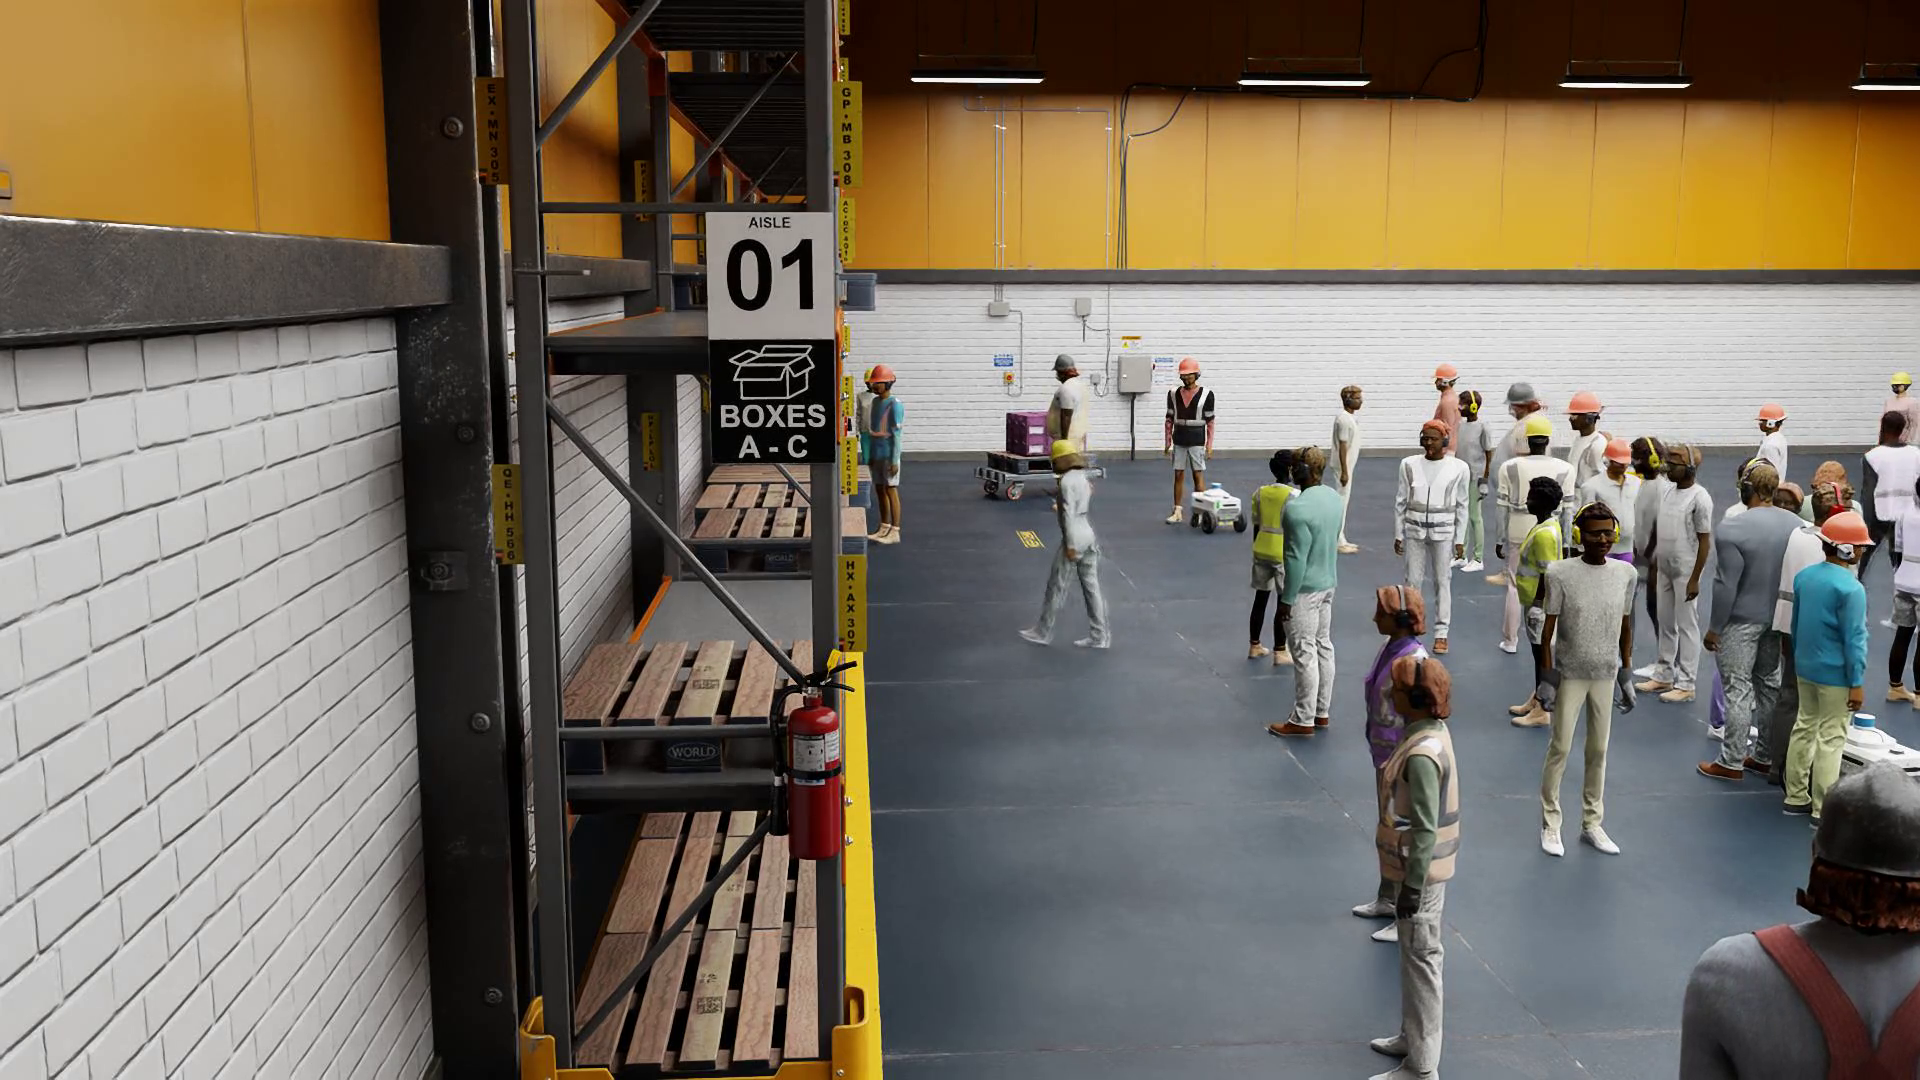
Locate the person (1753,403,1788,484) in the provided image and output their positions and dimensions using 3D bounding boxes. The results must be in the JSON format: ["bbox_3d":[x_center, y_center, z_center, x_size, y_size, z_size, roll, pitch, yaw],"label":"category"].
[{"bbox_3d":[8.121,-0.500,16.752,0.330,1.750,0.573,5,10,29],"label":"person"}]

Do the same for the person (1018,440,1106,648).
[{"bbox_3d":[0.866,0.030,13.604,0.736,1.697,0.544,5,10,29],"label":"person"}]

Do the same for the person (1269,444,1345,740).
[{"bbox_3d":[2.274,0.338,10.915,0.373,1.940,0.629,7,11,37],"label":"person"}]

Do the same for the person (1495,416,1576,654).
[{"bbox_3d":[4.584,-0.032,13.306,0.586,1.920,0.397,2,9,14],"label":"person"}]

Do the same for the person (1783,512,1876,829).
[{"bbox_3d":[4.794,0.712,9.141,0.330,1.750,0.572,-1,9,-5],"label":"person"}]

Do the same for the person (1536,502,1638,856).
[{"bbox_3d":[3.284,0.724,8.704,0.526,1.871,0.324,-1,9,-4],"label":"person"}]

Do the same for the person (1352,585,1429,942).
[{"bbox_3d":[2.003,1.013,7.612,0.310,1.638,0.523,0,9,-1],"label":"person"}]

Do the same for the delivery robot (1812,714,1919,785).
[{"bbox_3d":[5.084,1.226,9.378,0.477,0.478,0.707,-2,9,-11],"label":"delivery robot"}]

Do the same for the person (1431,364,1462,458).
[{"bbox_3d":[5.727,-1.082,19.648,0.382,1.996,0.608,4,10,22],"label":"person"}]

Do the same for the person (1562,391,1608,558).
[{"bbox_3d":[5.338,-0.255,14.312,0.385,2.041,0.615,0,9,2],"label":"person"}]

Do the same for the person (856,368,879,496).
[{"bbox_3d":[-1.211,-1.487,22.948,0.524,1.761,0.340,4,10,25],"label":"person"}]

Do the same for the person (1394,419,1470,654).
[{"bbox_3d":[3.782,-0.029,13.395,0.574,1.883,0.356,4,10,26],"label":"person"}]

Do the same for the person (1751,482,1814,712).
[{"bbox_3d":[5.582,0.417,11.352,0.514,1.640,0.310,7,12,39],"label":"person"}]

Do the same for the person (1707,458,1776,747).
[{"bbox_3d":[5.109,0.391,10.805,0.315,1.866,0.533,9,12,43],"label":"person"}]

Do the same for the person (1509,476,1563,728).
[{"bbox_3d":[3.898,0.414,11.197,0.318,1.697,0.535,3,9,17],"label":"person"}]

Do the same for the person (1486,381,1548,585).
[{"bbox_3d":[5.462,-0.561,16.240,0.584,2.000,0.705,2,9,13],"label":"person"}]

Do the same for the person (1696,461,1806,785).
[{"bbox_3d":[4.724,0.493,9.939,0.632,1.939,0.368,-3,10,-20],"label":"person"}]

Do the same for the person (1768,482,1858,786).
[{"bbox_3d":[4.969,0.578,9.703,0.373,1.840,0.572,-2,9,-11],"label":"person"}]

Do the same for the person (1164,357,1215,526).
[{"bbox_3d":[2.768,-1.188,20.170,0.615,2.041,0.376,4,10,25],"label":"person"}]

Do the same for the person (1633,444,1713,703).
[{"bbox_3d":[5.112,0.235,11.855,0.345,1.846,0.506,-2,9,-12],"label":"person"}]

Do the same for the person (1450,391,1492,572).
[{"bbox_3d":[5.222,-0.604,17.069,0.310,1.863,0.532,-4,10,-23],"label":"person"}]

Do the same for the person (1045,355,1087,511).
[{"bbox_3d":[1.373,-1.408,21.558,0.535,2.000,0.690,3,10,20],"label":"person"}]

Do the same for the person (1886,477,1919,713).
[{"bbox_3d":[6.723,0.350,11.598,0.319,1.697,0.532,-1,9,-7],"label":"person"}]

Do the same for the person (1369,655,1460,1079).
[{"bbox_3d":[1.702,1.235,6.217,0.307,1.639,0.525,3,9,16],"label":"person"}]

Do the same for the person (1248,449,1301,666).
[{"bbox_3d":[2.488,0.131,13.022,0.323,1.690,0.545,-6,11,-35],"label":"person"}]

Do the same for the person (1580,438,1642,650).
[{"bbox_3d":[5.270,0.038,13.432,0.574,1.737,0.354,-3,9,-16],"label":"person"}]

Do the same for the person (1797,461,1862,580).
[{"bbox_3d":[6.566,0.212,12.661,0.508,1.632,0.270,7,11,36],"label":"person"}]

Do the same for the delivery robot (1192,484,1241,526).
[{"bbox_3d":[3.040,-0.427,19.753,0.477,0.478,0.707,-3,9,-17],"label":"delivery robot"}]

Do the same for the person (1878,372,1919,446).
[{"bbox_3d":[12.340,-1.328,21.919,0.312,1.768,0.522,-3,10,-20],"label":"person"}]

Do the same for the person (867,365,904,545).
[{"bbox_3d":[-0.862,-0.956,18.762,0.399,2.039,0.609,-5,10,-30],"label":"person"}]

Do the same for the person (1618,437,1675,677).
[{"bbox_3d":[5.064,0.141,12.463,0.781,1.835,0.537,1,9,6],"label":"person"}]

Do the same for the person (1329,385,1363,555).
[{"bbox_3d":[4.220,-0.773,18.182,0.346,1.845,0.505,3,9,17],"label":"person"}]

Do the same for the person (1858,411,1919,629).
[{"bbox_3d":[8.028,-0.191,14.497,0.585,1.853,1.024,-1,9,-6],"label":"person"}]
